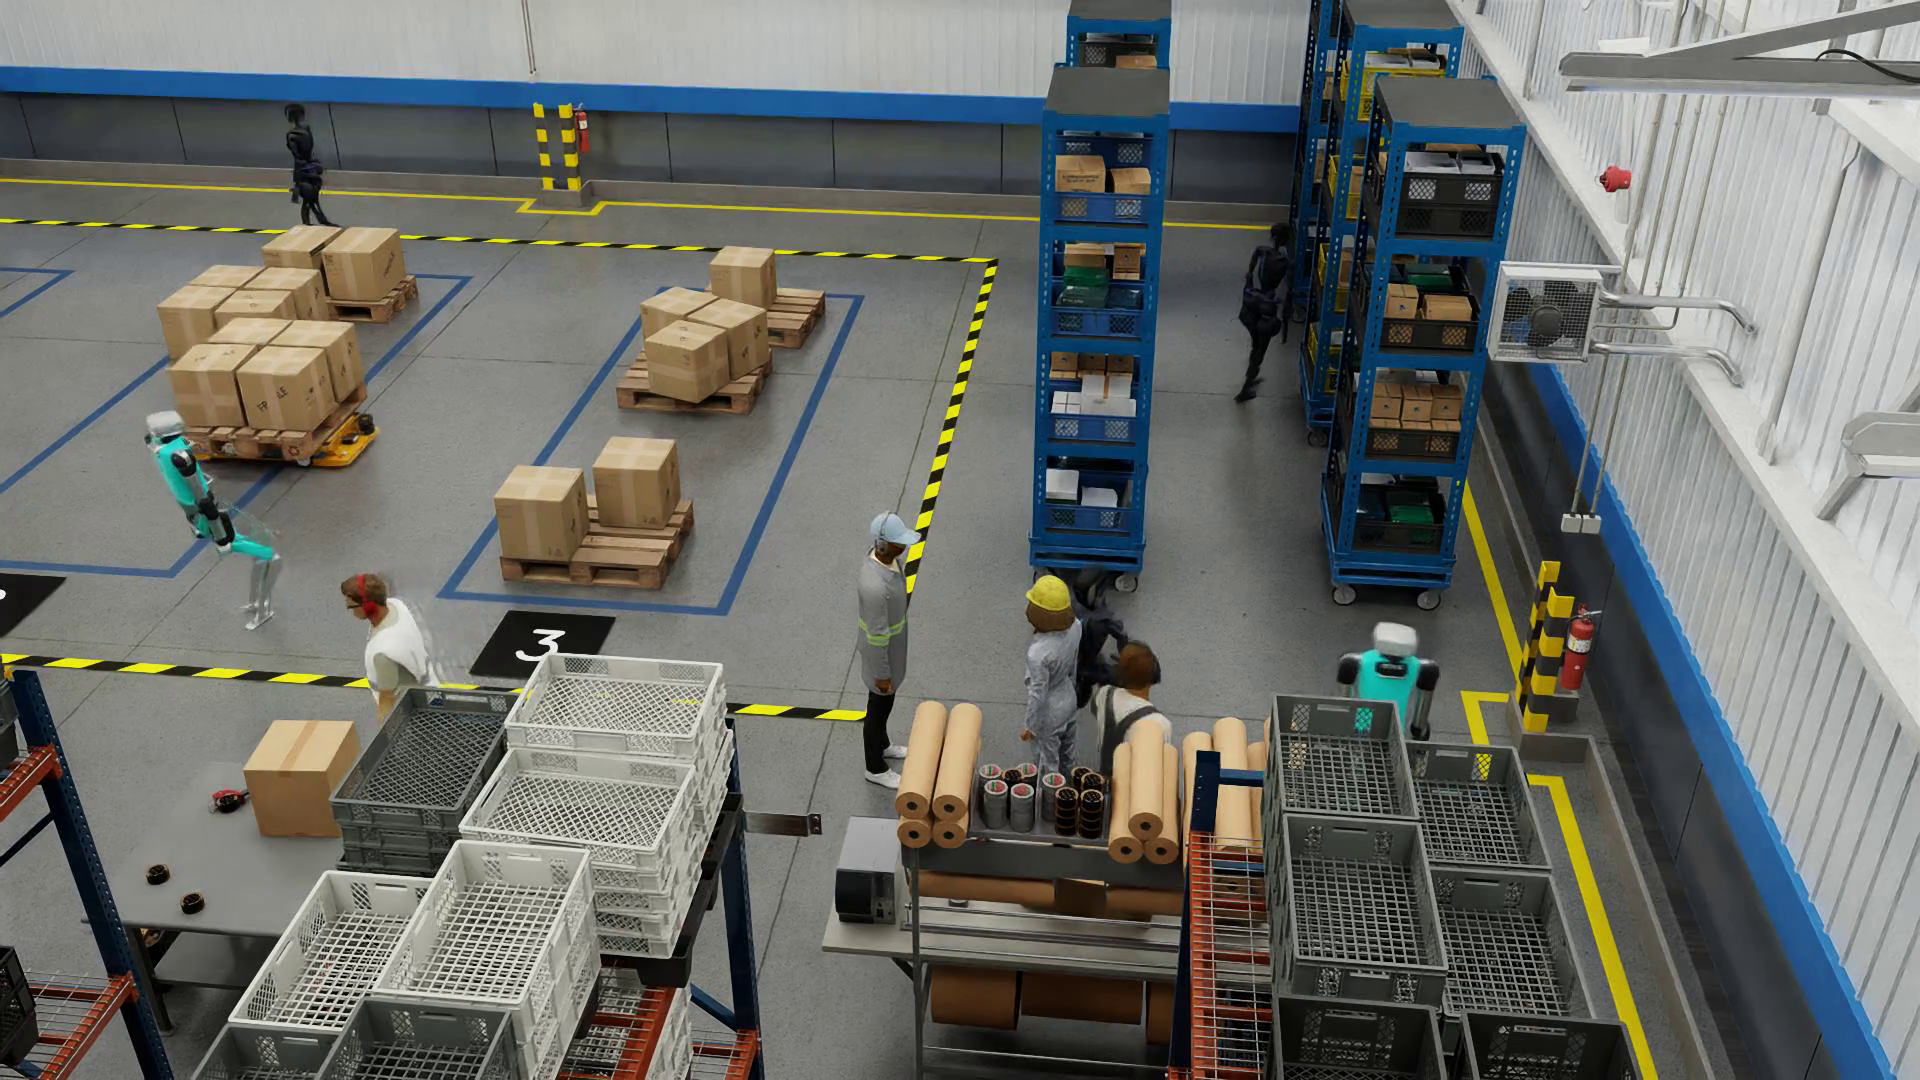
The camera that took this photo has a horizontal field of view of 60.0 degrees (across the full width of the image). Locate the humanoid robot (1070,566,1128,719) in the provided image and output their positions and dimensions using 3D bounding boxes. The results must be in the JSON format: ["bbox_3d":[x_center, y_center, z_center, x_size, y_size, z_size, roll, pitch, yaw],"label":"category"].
[{"bbox_3d":[0.763,0.861,9.800,0.589,1.645,0.515,21,36,31],"label":"humanoid robot"}]

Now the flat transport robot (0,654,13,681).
[{"bbox_3d":[-7.142,0.969,11.010,1.431,0.231,0.659,3,30,6],"label":"flat transport robot"}]

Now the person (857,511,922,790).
[{"bbox_3d":[-0.417,0.642,9.996,0.397,1.850,0.596,2,30,4],"label":"person"}]

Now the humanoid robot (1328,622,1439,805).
[{"bbox_3d":[2.228,1.408,8.899,0.530,1.877,0.770,2,30,4],"label":"humanoid robot"}]

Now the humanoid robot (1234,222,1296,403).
[{"bbox_3d":[2.703,-2.036,14.777,0.541,1.636,0.593,-22,37,-32],"label":"humanoid robot"}]

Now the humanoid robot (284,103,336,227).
[{"bbox_3d":[-7.031,-3.922,18.061,0.738,1.655,0.601,-2,30,-3],"label":"humanoid robot"}]

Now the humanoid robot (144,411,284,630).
[{"bbox_3d":[-5.031,-0.150,11.479,0.551,1.770,0.801,26,39,37],"label":"humanoid robot"}]

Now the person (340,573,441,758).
[{"bbox_3d":[-3.216,0.956,9.523,1.002,1.782,0.560,-8,31,-14],"label":"person"}]

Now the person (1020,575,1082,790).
[{"bbox_3d":[0.504,0.962,9.552,0.297,1.744,0.483,18,35,28],"label":"person"}]

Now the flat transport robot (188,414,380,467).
[{"bbox_3d":[-5.773,-0.890,14.175,1.431,0.197,0.652,3,30,6],"label":"flat transport robot"}]

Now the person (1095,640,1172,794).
[{"bbox_3d":[0.935,1.348,8.852,0.429,1.820,0.534,-21,36,-31],"label":"person"}]
